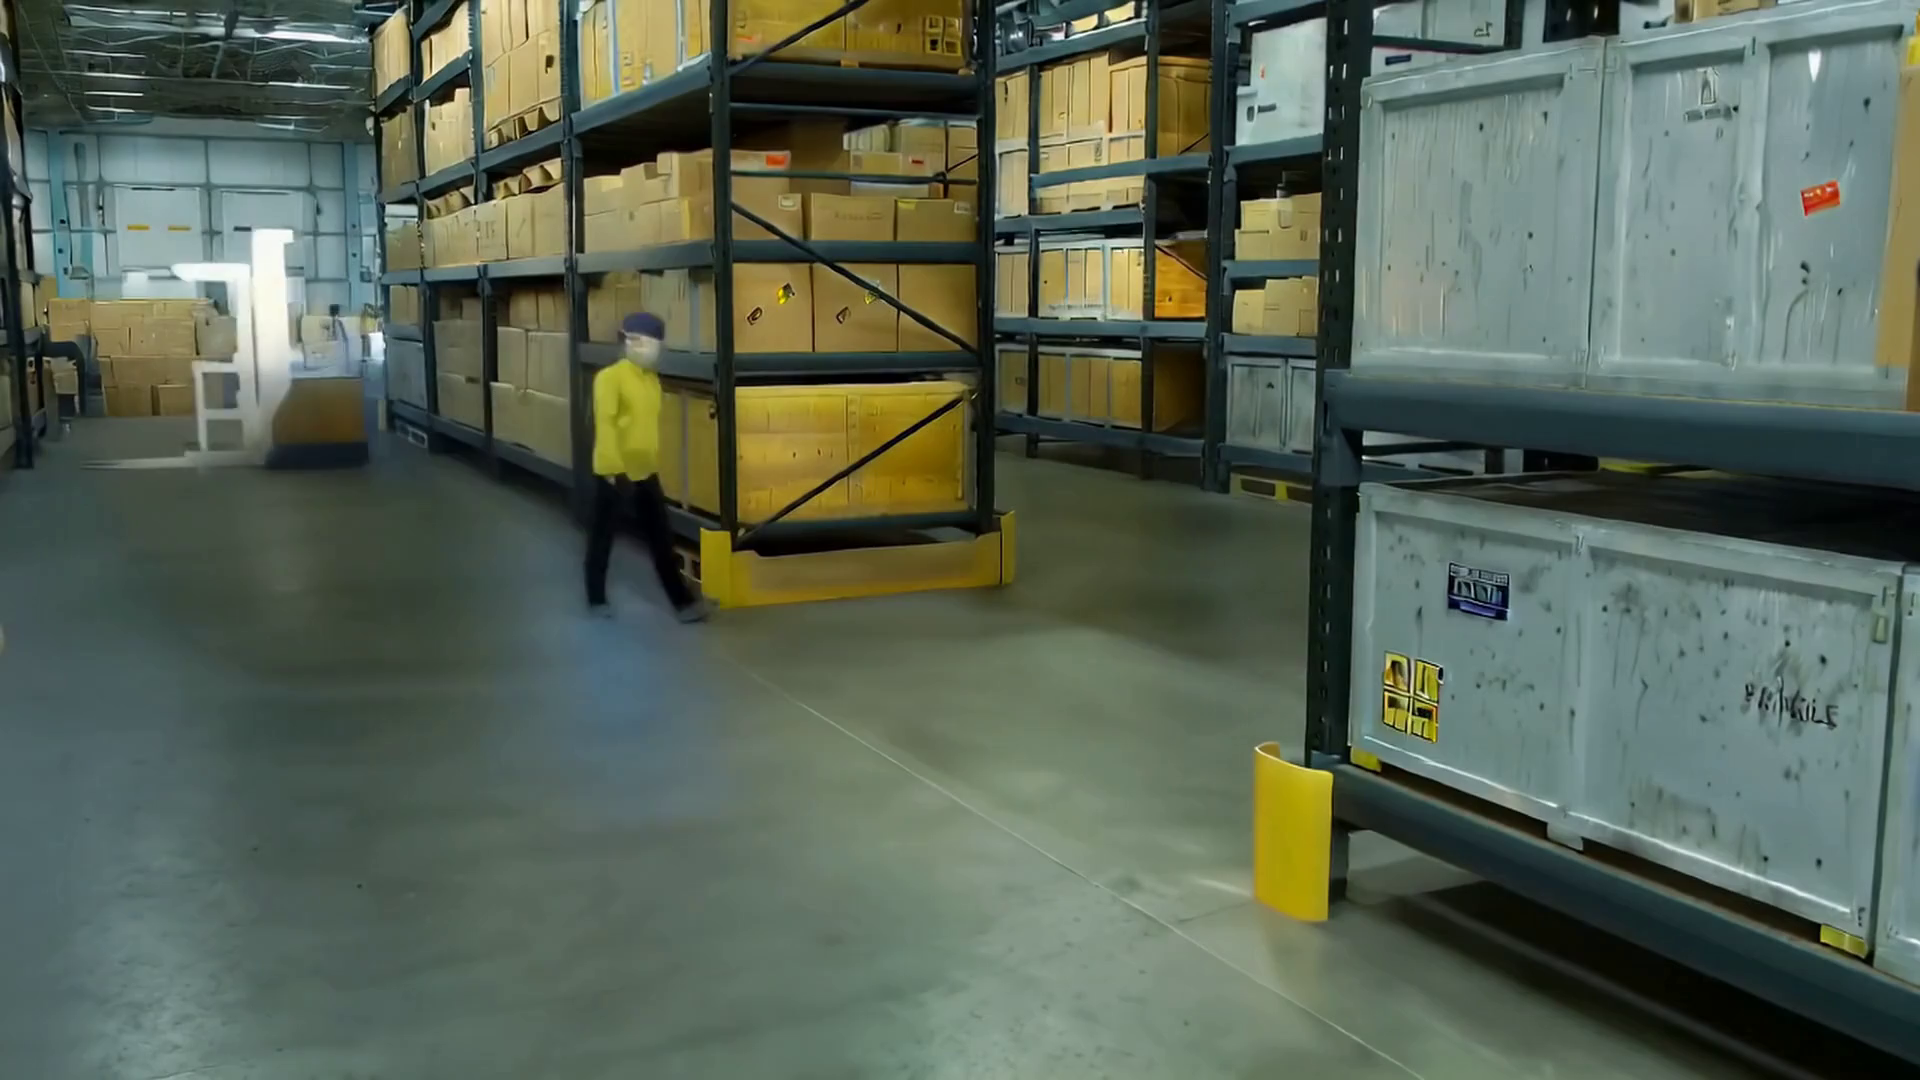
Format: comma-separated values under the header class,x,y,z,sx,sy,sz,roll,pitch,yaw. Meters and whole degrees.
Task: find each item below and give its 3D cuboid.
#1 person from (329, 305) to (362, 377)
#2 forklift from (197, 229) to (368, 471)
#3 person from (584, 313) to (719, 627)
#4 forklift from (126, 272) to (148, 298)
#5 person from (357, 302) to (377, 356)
class,x,y,z,sx,sy,sz,roll,pitch,yaw
person,-14.680,-4.617,39.393,0.980,1.878,0.593,-2,9,-14
forklift,-8.159,-2.280,19.810,1.873,2.768,1.129,-4,9,-26
person,-1.952,-0.409,10.162,1.021,1.920,0.647,6,10,34
forklift,-24.861,-6.718,50.416,1.873,2.768,1.129,-8,11,-43
person,-17.945,-6.250,50.419,0.352,1.937,0.635,6,10,37
